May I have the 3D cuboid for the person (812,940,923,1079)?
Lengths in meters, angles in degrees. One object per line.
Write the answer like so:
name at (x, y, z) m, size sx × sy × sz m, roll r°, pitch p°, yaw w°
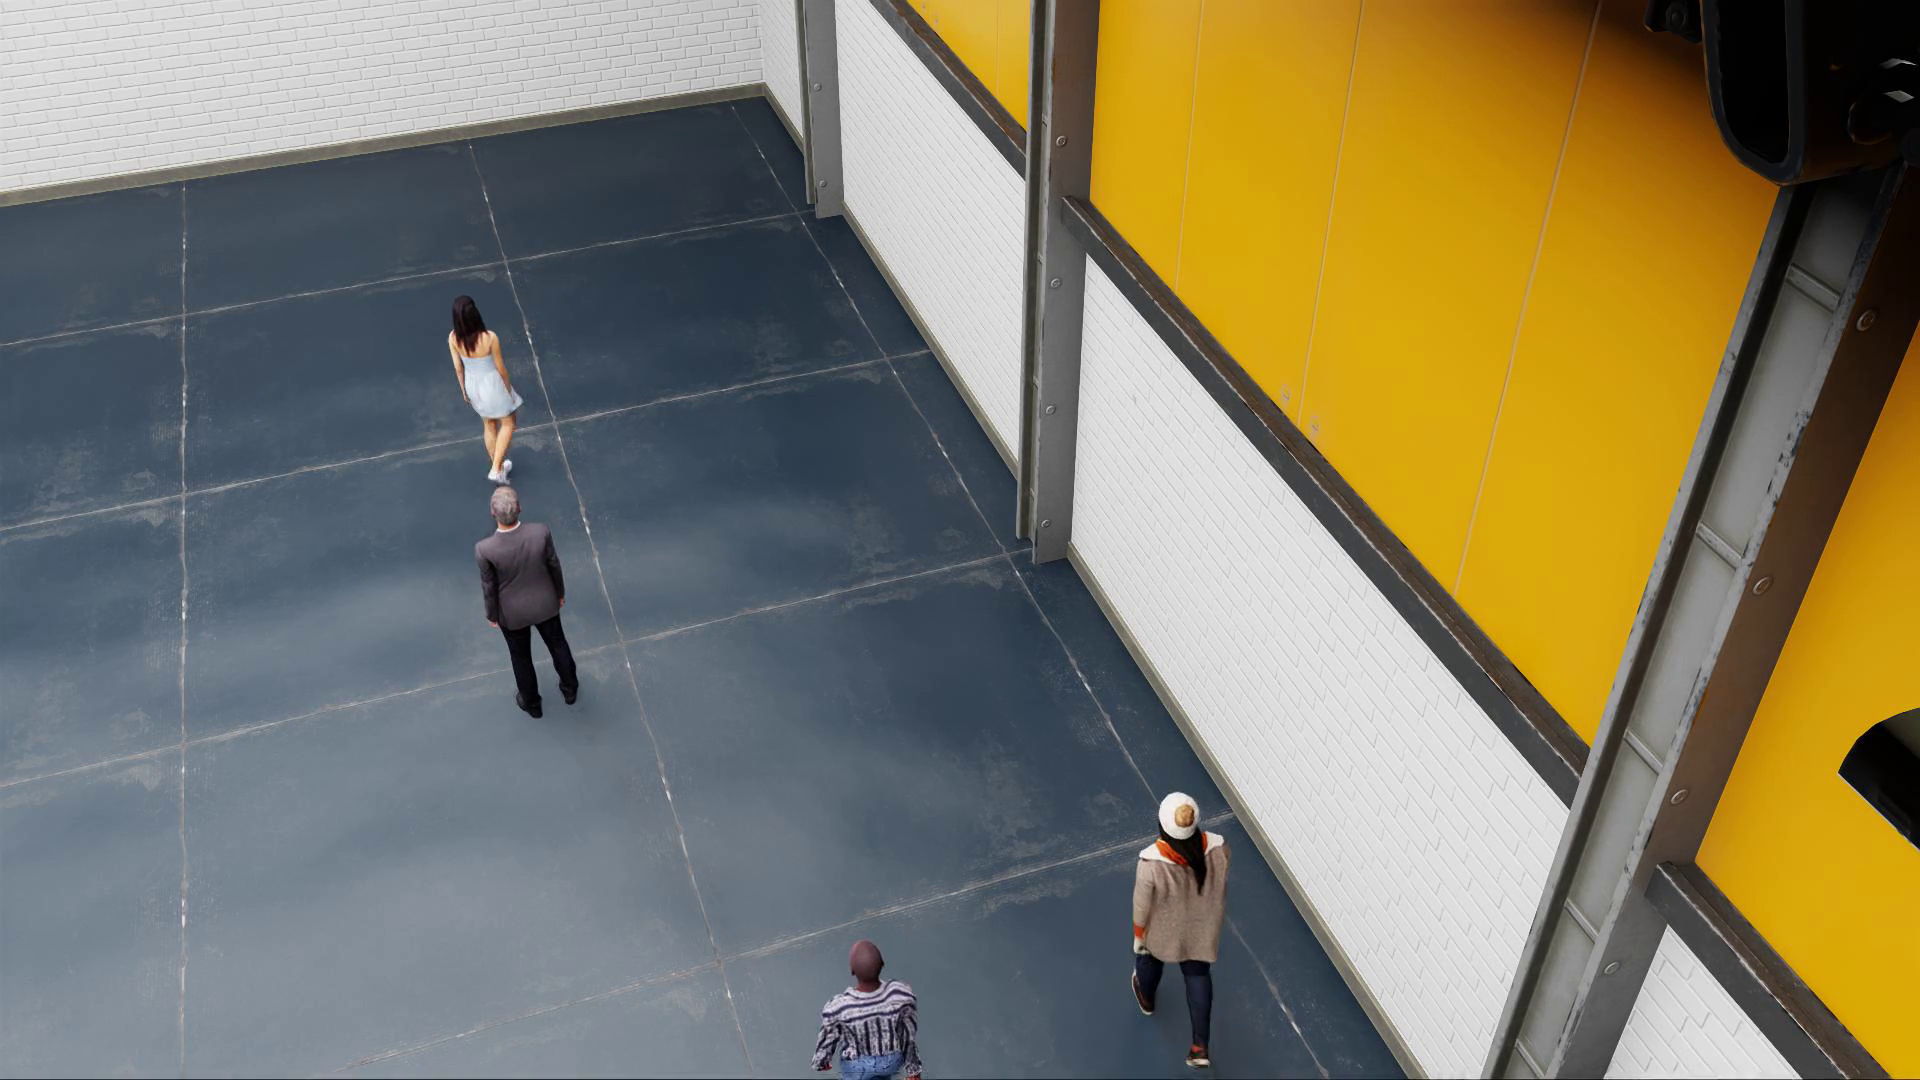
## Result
person at (-0.402, 2.702, 8.269) m, size 0.661 × 1.735 × 1.179 m, roll -13°, pitch 40°, yaw -16°

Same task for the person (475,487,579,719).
person at (-2.884, 0.410, 11.054) m, size 0.749 × 1.840 × 0.658 m, roll -20°, pitch 43°, yaw -23°

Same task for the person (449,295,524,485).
person at (-3.739, -1.114, 13.063) m, size 0.785 × 1.715 × 0.891 m, roll 3°, pitch 39°, yaw 4°

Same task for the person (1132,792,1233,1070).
person at (1.197, 2.098, 8.919) m, size 0.852 × 1.867 × 1.129 m, roll -4°, pitch 39°, yaw -5°
